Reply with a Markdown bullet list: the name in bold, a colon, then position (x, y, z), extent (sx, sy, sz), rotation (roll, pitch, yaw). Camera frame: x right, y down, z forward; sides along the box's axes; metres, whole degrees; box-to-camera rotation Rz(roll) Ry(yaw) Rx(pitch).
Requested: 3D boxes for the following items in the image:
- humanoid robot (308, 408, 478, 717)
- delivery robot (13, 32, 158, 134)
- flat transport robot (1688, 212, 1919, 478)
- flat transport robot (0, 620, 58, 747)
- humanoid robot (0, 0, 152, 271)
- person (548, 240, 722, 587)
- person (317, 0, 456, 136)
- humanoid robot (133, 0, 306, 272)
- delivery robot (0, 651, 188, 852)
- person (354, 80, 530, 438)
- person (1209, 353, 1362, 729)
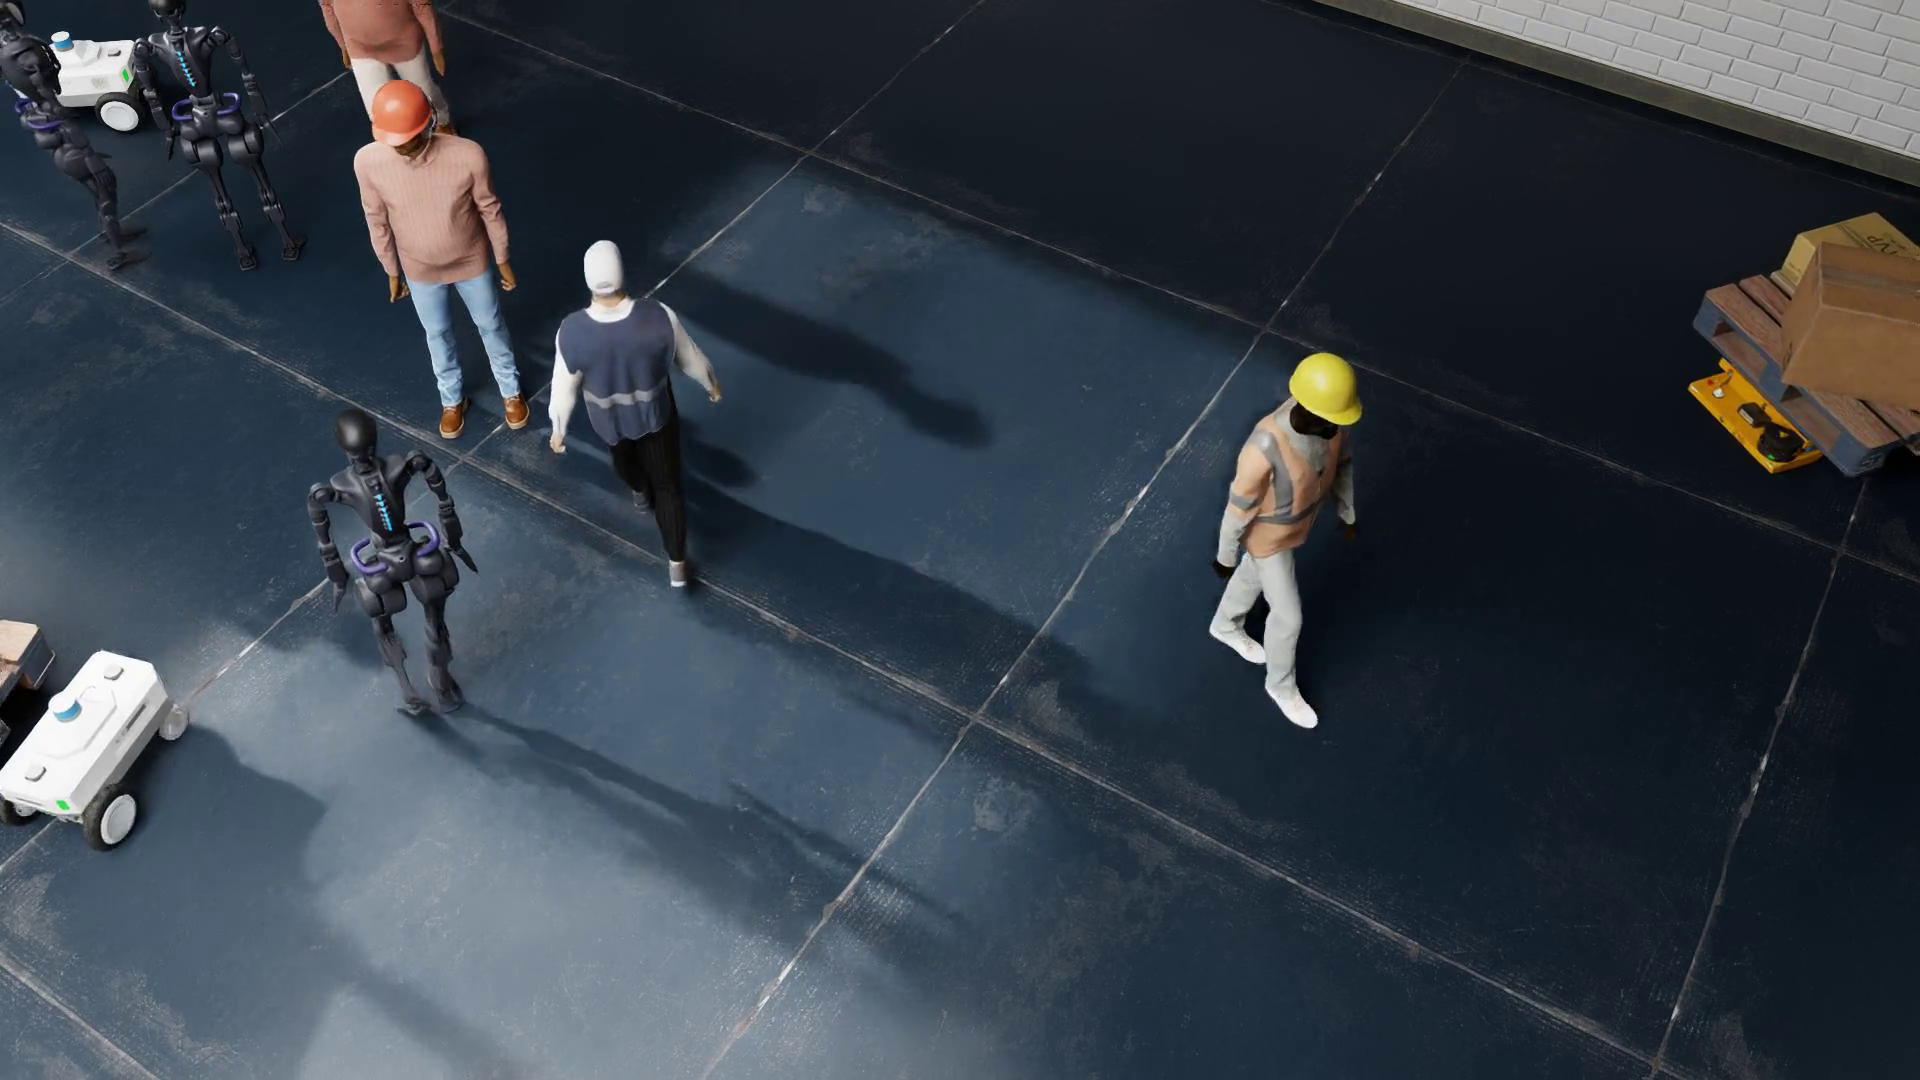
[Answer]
- **humanoid robot**: position (-2.285, 0.120, 6.778), extent (0.586, 1.643, 0.371), rotation (-24, 53, -20)
- **delivery robot**: position (-5.301, -2.781, 10.069), extent (0.811, 0.613, 0.499), rotation (-6, 49, -5)
- **flat transport robot**: position (4.538, -0.791, 8.507), extent (1.431, 0.231, 0.659), rotation (-17, 51, -14)
- **flat transport robot**: position (-4.586, 0.875, 7.051), extent (0.659, 0.231, 1.431), rotation (7, 49, 6)
- **humanoid robot**: position (-4.703, -2.148, 8.751), extent (0.350, 1.648, 0.598), rotation (-33, 56, -25)
- **person**: position (-1.437, -0.577, 7.355), extent (0.780, 1.720, 0.895), rotation (-11, 50, -9)
- **person**: position (-3.143, -2.775, 9.131), extent (0.622, 1.951, 0.987), rotation (-3, 49, -3)
- **humanoid robot**: position (-3.926, -2.169, 8.767), extent (0.599, 1.657, 0.315), rotation (-11, 50, -10)
- **delivery robot**: position (-3.607, 0.865, 6.874), extent (0.499, 0.601, 0.783), rotation (12, 50, 11)
- **person**: position (-2.411, -1.299, 7.811), extent (0.609, 1.989, 0.388), rotation (-7, 49, -6)
- **person**: position (1.396, -0.008, 6.740), extent (0.802, 1.897, 0.598), rotation (34, 57, 26)
